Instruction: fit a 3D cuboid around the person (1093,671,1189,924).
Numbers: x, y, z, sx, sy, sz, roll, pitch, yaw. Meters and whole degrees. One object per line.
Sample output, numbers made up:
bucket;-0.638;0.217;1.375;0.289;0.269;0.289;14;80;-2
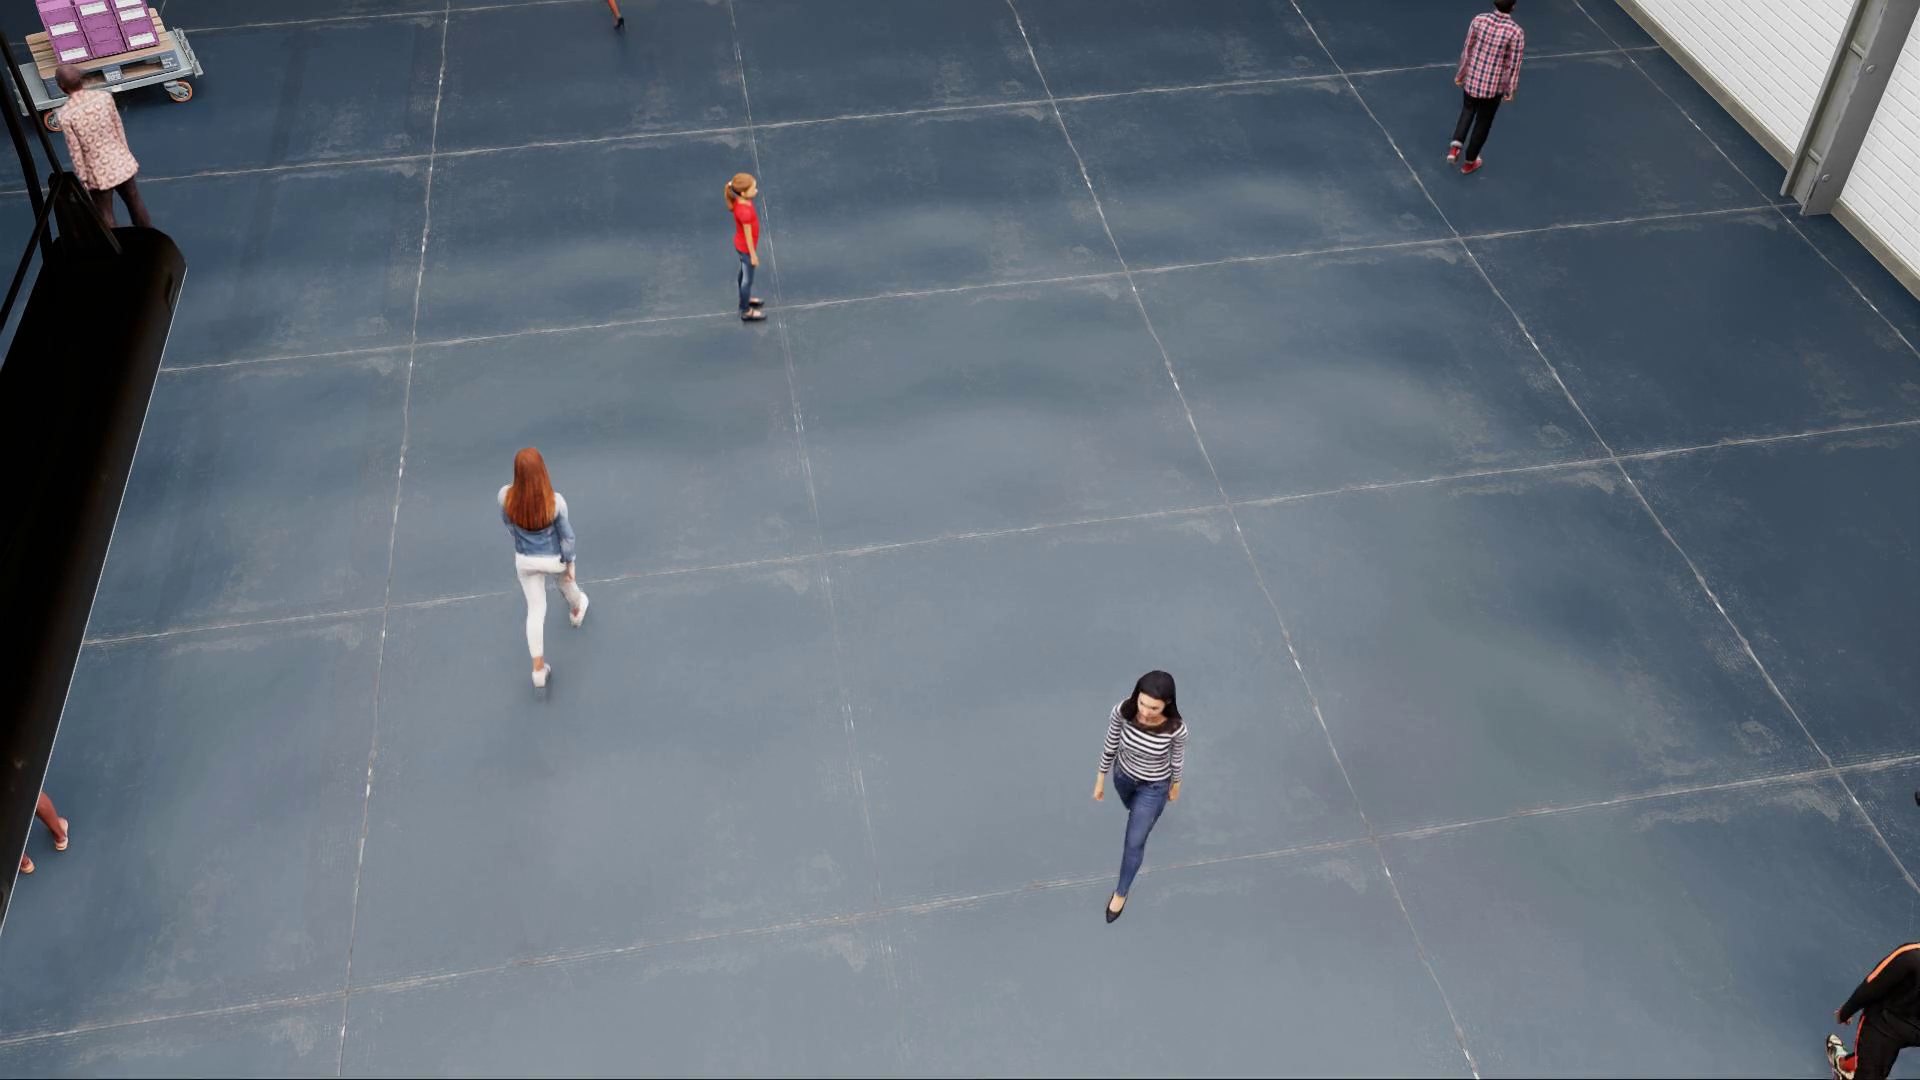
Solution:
person;1.022;1.288;9.189;1.041;1.758;1.201;19;47;19

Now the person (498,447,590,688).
person;-2.638;0.189;10.409;0.779;1.666;1.168;1;44;1

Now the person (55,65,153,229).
person;-7.016;-3.074;13.734;0.872;1.803;0.815;26;50;25

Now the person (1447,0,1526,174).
person;4.638;-4.054;14.798;0.832;1.755;0.906;29;51;27

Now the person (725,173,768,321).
person;-1.726;-2.368;13.356;0.541;1.303;0.421;-6;44;-6
